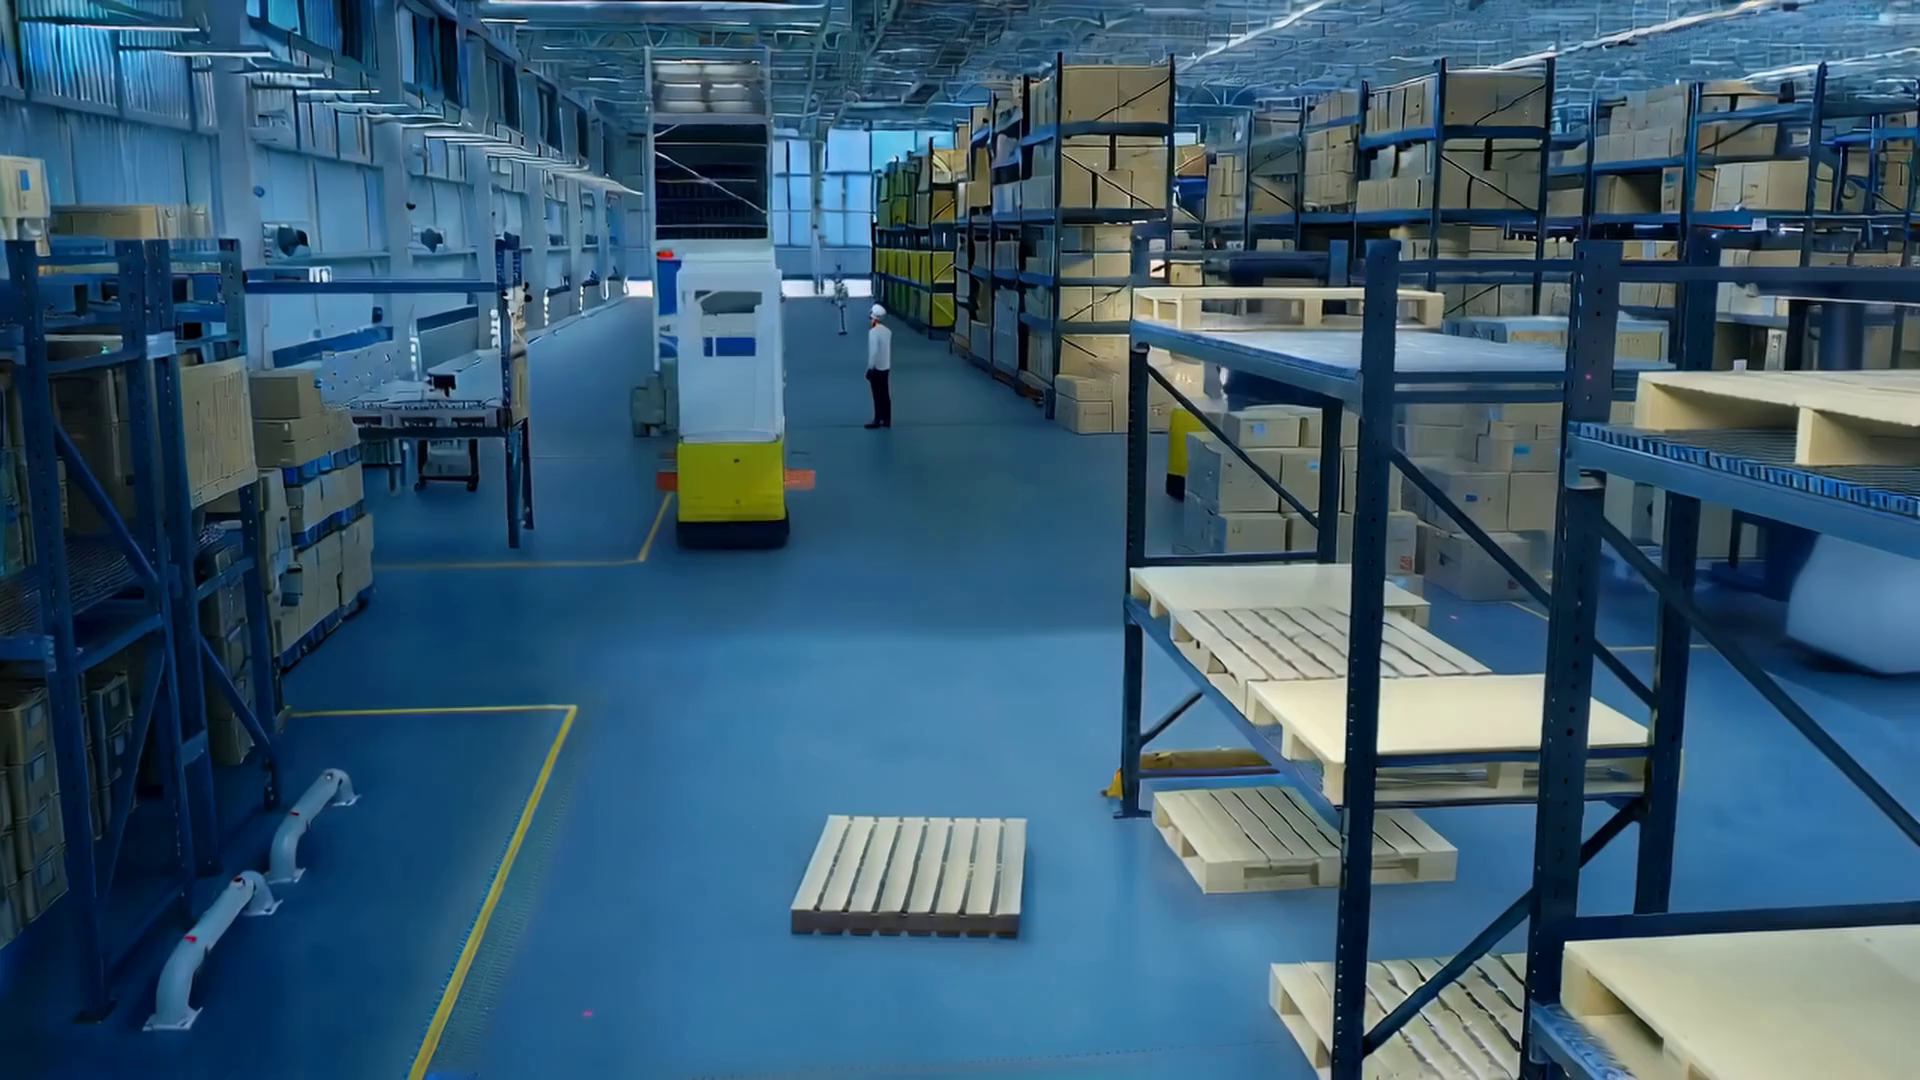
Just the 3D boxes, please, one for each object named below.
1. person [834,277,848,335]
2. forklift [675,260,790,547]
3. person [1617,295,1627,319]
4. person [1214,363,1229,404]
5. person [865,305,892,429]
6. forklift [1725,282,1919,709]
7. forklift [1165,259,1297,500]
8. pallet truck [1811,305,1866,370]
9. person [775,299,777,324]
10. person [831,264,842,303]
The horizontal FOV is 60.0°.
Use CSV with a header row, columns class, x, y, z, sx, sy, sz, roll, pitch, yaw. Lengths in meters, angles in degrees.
class,x,y,z,sx,sy,sz,roll,pitch,yaw
person,-3.825,-7.533,53.581,0.430,1.838,0.622,1,10,7
forklift,-2.327,-1.436,16.889,1.129,2.768,1.873,-1,10,-6
person,13.331,-4.072,34.106,0.611,1.943,0.792,-1,10,-4
person,4.583,-2.857,28.286,0.545,1.595,0.824,0,10,2
person,-1.311,-2.780,26.792,0.377,1.995,0.612,5,11,26
forklift,6.242,-0.419,11.257,1.129,2.768,1.873,-1,10,-6
forklift,3.399,-1.805,18.937,1.873,2.768,1.129,9,14,42
pallet truck,15.846,-3.142,28.793,1.885,1.965,0.823,2,10,12
person,-5.090,-5.878,44.967,0.335,1.625,0.553,0,10,-1
person,-5.782,-12.063,78.420,0.453,1.924,0.568,-1,10,-6
